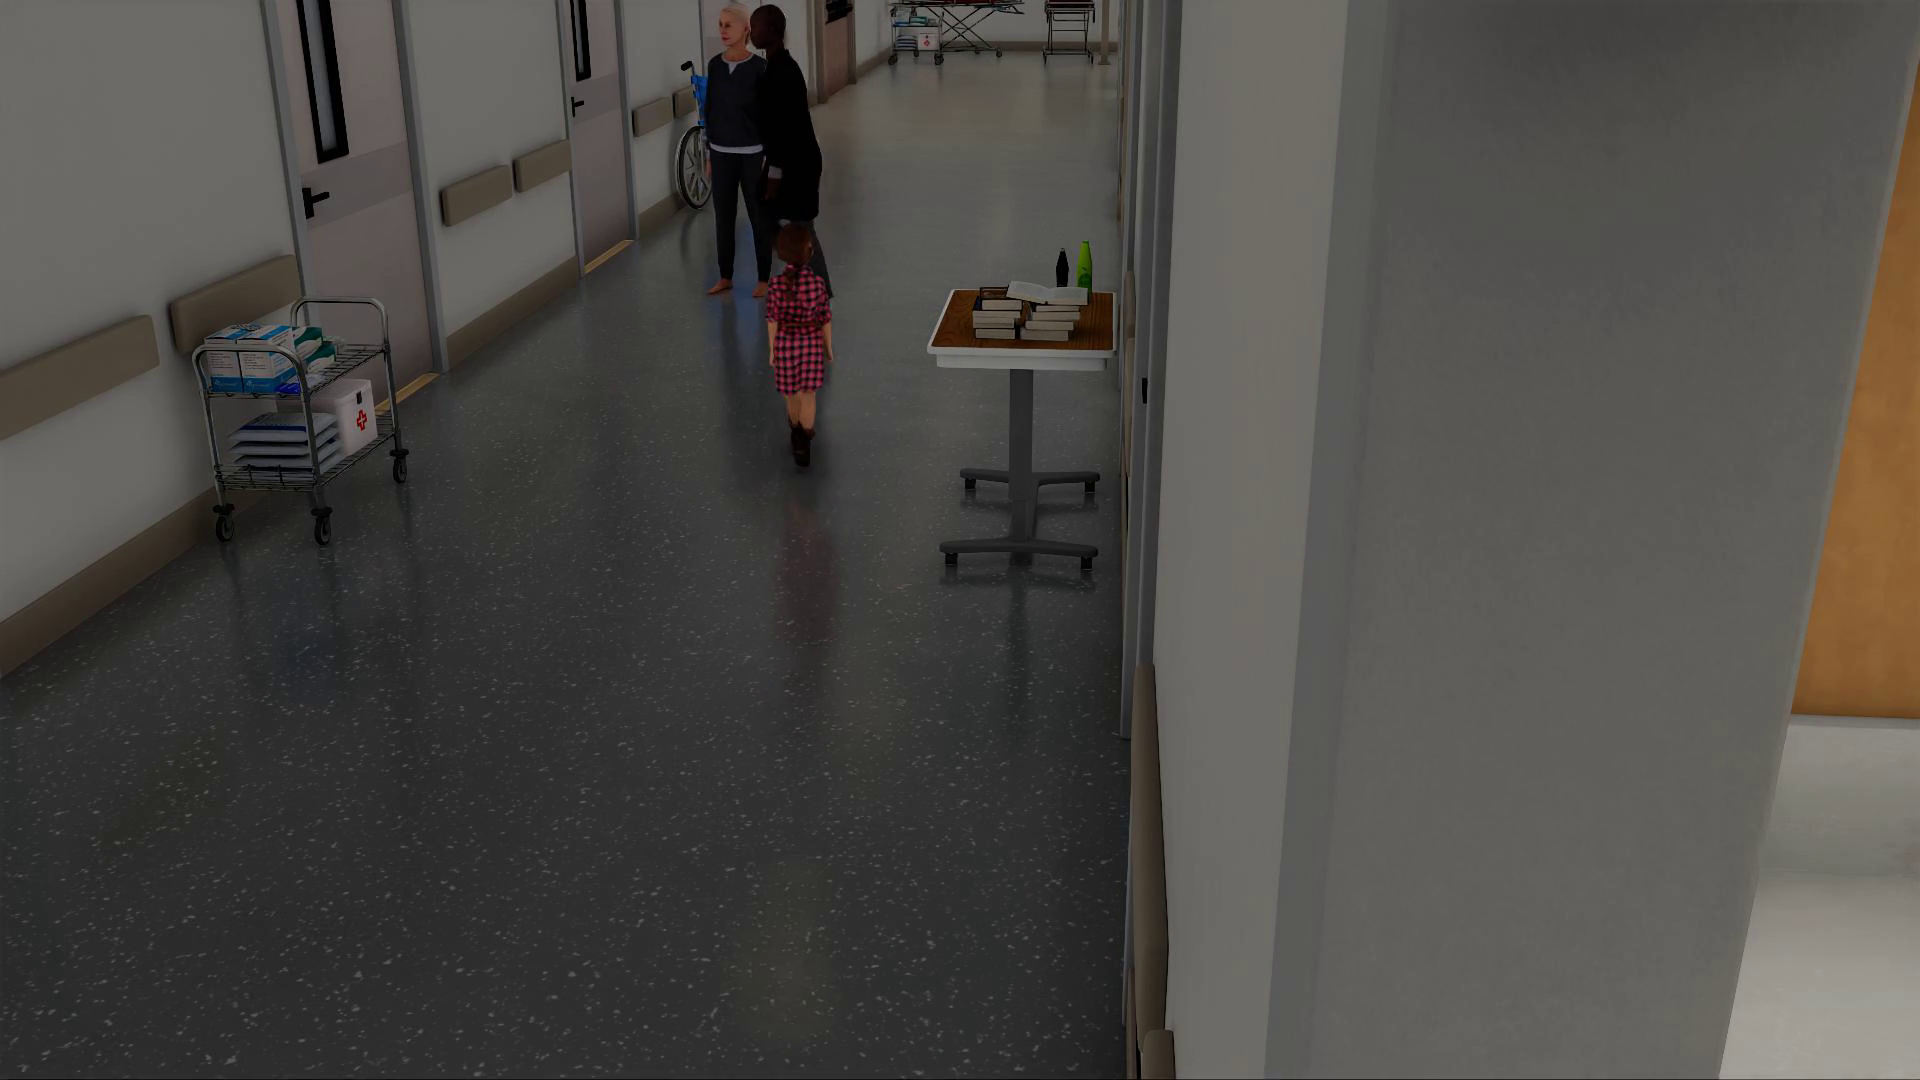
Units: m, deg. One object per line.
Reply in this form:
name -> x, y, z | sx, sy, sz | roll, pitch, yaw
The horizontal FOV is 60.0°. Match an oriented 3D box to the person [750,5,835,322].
person -> -0.869, -2.090, 9.350 | 0.859, 1.737, 0.713 | -7, 22, -17

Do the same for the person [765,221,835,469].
person -> -0.678, -0.814, 6.996 | 0.500, 1.017, 0.763 | -1, 21, -3

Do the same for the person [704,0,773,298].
person -> -1.336, -2.366, 10.093 | 0.646, 1.727, 0.587 | 6, 22, 16
